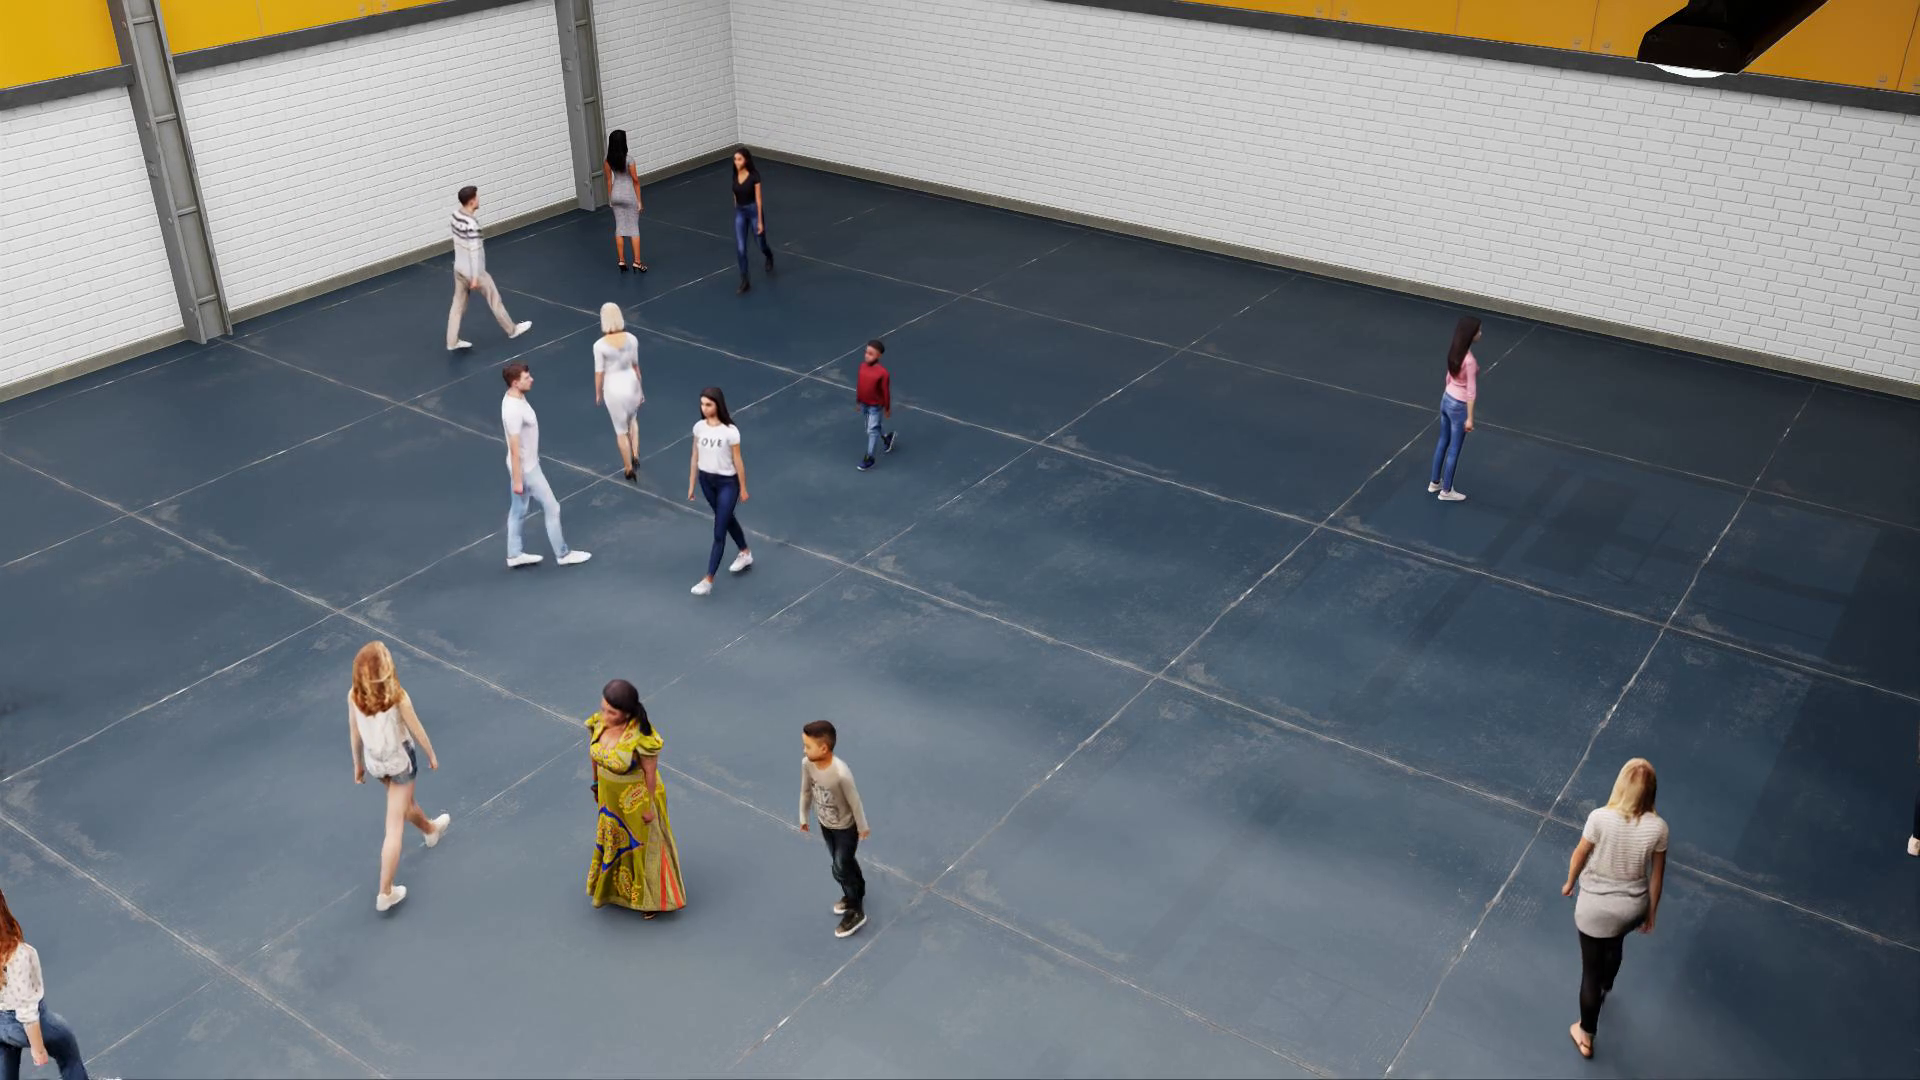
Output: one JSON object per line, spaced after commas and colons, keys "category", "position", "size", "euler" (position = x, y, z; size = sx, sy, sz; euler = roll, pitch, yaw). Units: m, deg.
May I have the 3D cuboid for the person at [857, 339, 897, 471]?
{"category": "person", "position": [-0.793, -1.325, 15.806], "size": [0.549, 1.238, 0.843], "euler": [22, 35, 34]}

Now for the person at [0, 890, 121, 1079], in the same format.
{"category": "person", "position": [-4.784, 2.504, 8.315], "size": [0.828, 1.689, 1.216], "euler": [8, 30, 15]}

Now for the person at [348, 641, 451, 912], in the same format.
{"category": "person", "position": [-3.520, 1.472, 10.184], "size": [0.877, 1.712, 1.216], "euler": [7, 29, 13]}

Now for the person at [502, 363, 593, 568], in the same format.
{"category": "person", "position": [-3.712, -0.582, 13.829], "size": [1.082, 1.827, 0.994], "euler": [-9, 30, -15]}

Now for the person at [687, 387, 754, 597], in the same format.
{"category": "person", "position": [-1.921, -0.453, 13.699], "size": [0.688, 1.725, 1.114], "euler": [14, 32, 24]}

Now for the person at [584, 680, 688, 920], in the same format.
{"category": "person", "position": [-2.014, 1.545, 10.104], "size": [0.895, 1.661, 0.824], "euler": [13, 31, 23]}

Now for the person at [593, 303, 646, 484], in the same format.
{"category": "person", "position": [-3.067, -1.310, 15.262], "size": [0.648, 1.733, 0.739], "euler": [-15, 32, -25]}

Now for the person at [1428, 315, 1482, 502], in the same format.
{"category": "person", "position": [4.493, -1.206, 15.063], "size": [0.699, 1.741, 0.649], "euler": [-6, 29, -11]}

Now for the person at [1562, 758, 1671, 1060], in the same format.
{"category": "person", "position": [3.549, 2.061, 9.015], "size": [0.817, 1.797, 0.940], "euler": [3, 29, 5]}

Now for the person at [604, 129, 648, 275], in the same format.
{"category": "person", "position": [-4.119, -4.154, 20.426], "size": [0.648, 1.781, 0.626], "euler": [9, 30, 16]}

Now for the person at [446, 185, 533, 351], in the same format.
{"category": "person", "position": [-5.408, -2.909, 18.122], "size": [0.808, 1.802, 1.251], "euler": [25, 37, 38]}

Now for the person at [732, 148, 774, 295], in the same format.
{"category": "person", "position": [-2.477, -3.858, 19.955], "size": [0.768, 1.711, 1.138], "euler": [9, 30, 16]}

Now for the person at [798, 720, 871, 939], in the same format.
{"category": "person", "position": [-0.688, 1.688, 10.070], "size": [0.616, 1.442, 0.656], "euler": [17, 33, 29]}
